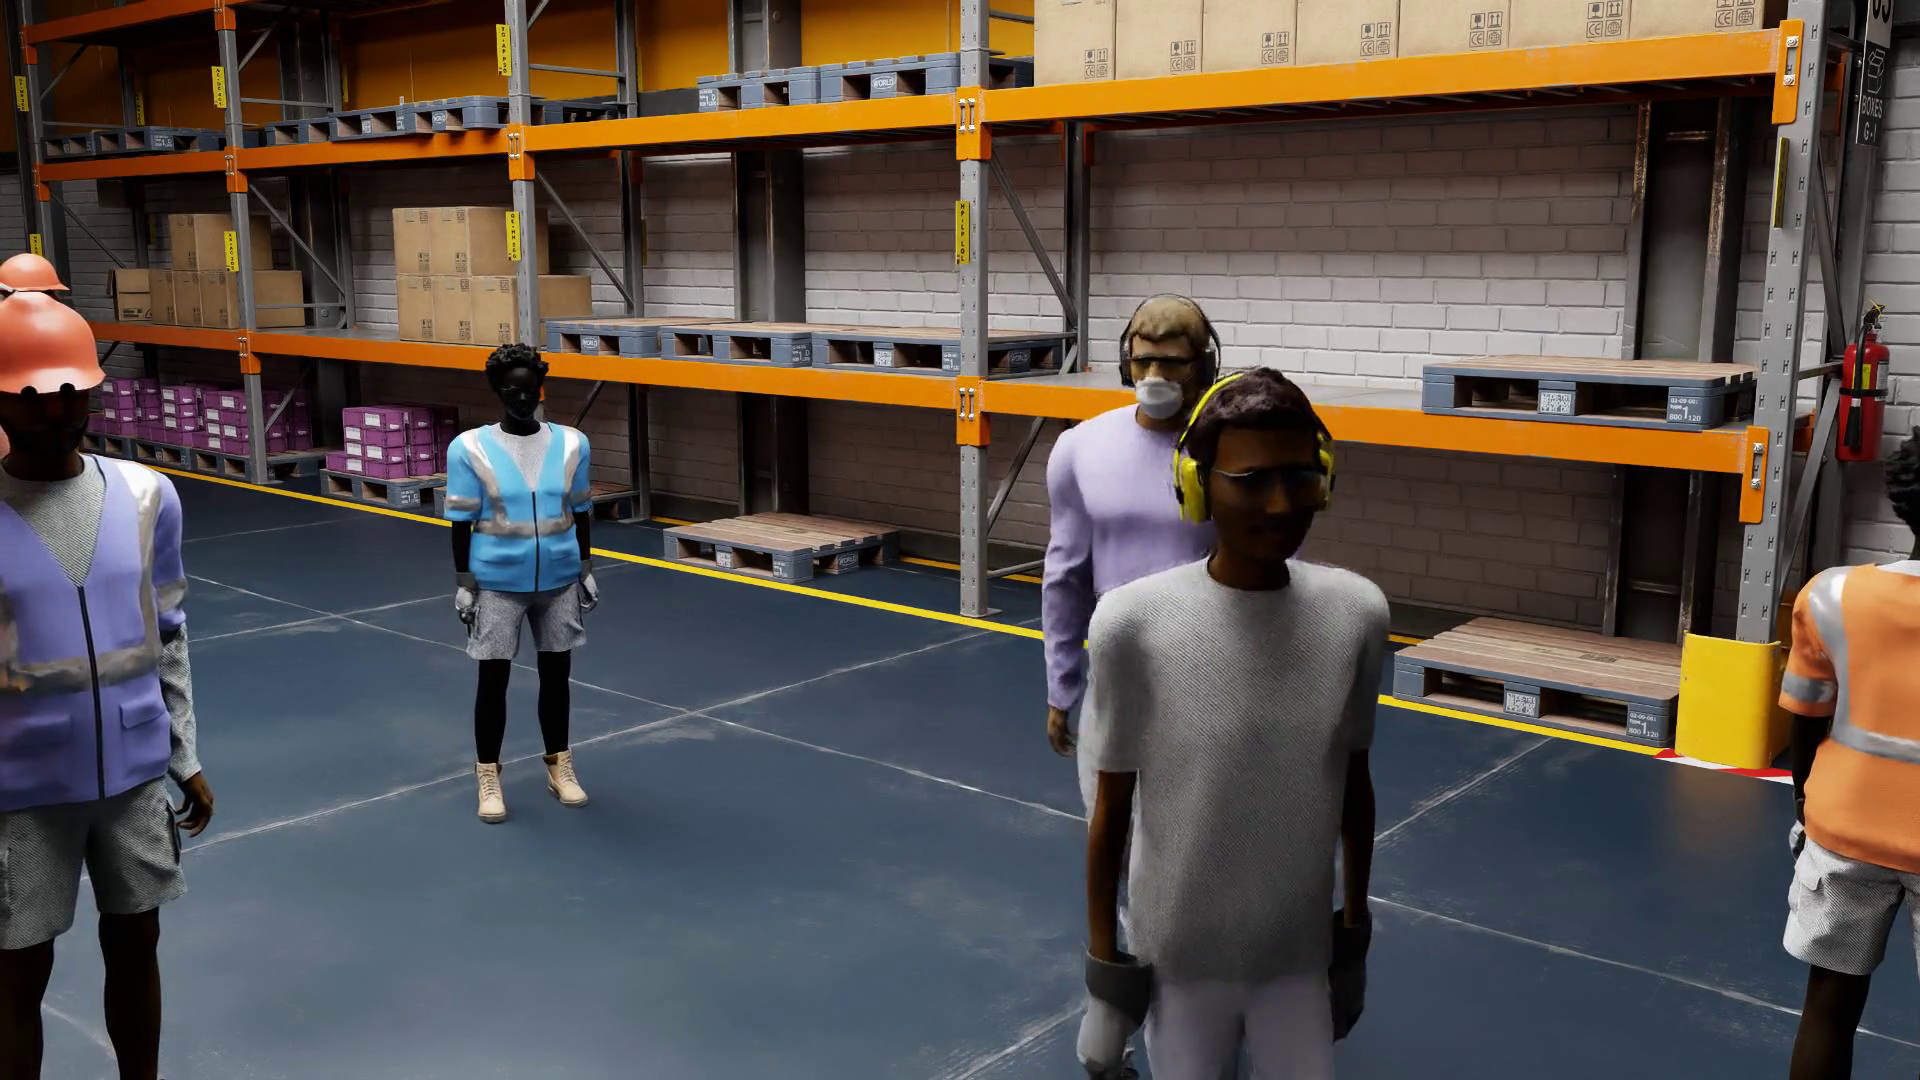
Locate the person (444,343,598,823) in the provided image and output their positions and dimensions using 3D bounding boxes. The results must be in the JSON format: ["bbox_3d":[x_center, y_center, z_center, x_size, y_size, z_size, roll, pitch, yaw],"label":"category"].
[{"bbox_3d":[-1.546,0.147,5.919,0.539,1.695,0.318,-6,12,-31],"label":"person"}]

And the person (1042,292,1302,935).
[{"bbox_3d":[0.526,0.358,4.077,0.652,1.929,0.642,4,11,23],"label":"person"}]

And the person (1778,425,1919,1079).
[{"bbox_3d":[1.895,0.606,3.302,0.318,1.700,0.535,-9,13,-41],"label":"person"}]

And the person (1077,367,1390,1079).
[{"bbox_3d":[0.408,0.647,2.631,0.516,1.856,0.551,-2,10,-11],"label":"person"}]

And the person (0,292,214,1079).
[{"bbox_3d":[-1.797,0.473,3.380,0.369,1.935,0.552,8,13,39],"label":"person"}]

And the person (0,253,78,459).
[{"bbox_3d":[-4.426,-0.370,8.019,0.618,1.994,0.380,7,12,33],"label":"person"}]

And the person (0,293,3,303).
[{"bbox_3d":[-9.971,-1.988,17.101,0.718,2.000,1.079,0,10,0],"label":"person"}]
